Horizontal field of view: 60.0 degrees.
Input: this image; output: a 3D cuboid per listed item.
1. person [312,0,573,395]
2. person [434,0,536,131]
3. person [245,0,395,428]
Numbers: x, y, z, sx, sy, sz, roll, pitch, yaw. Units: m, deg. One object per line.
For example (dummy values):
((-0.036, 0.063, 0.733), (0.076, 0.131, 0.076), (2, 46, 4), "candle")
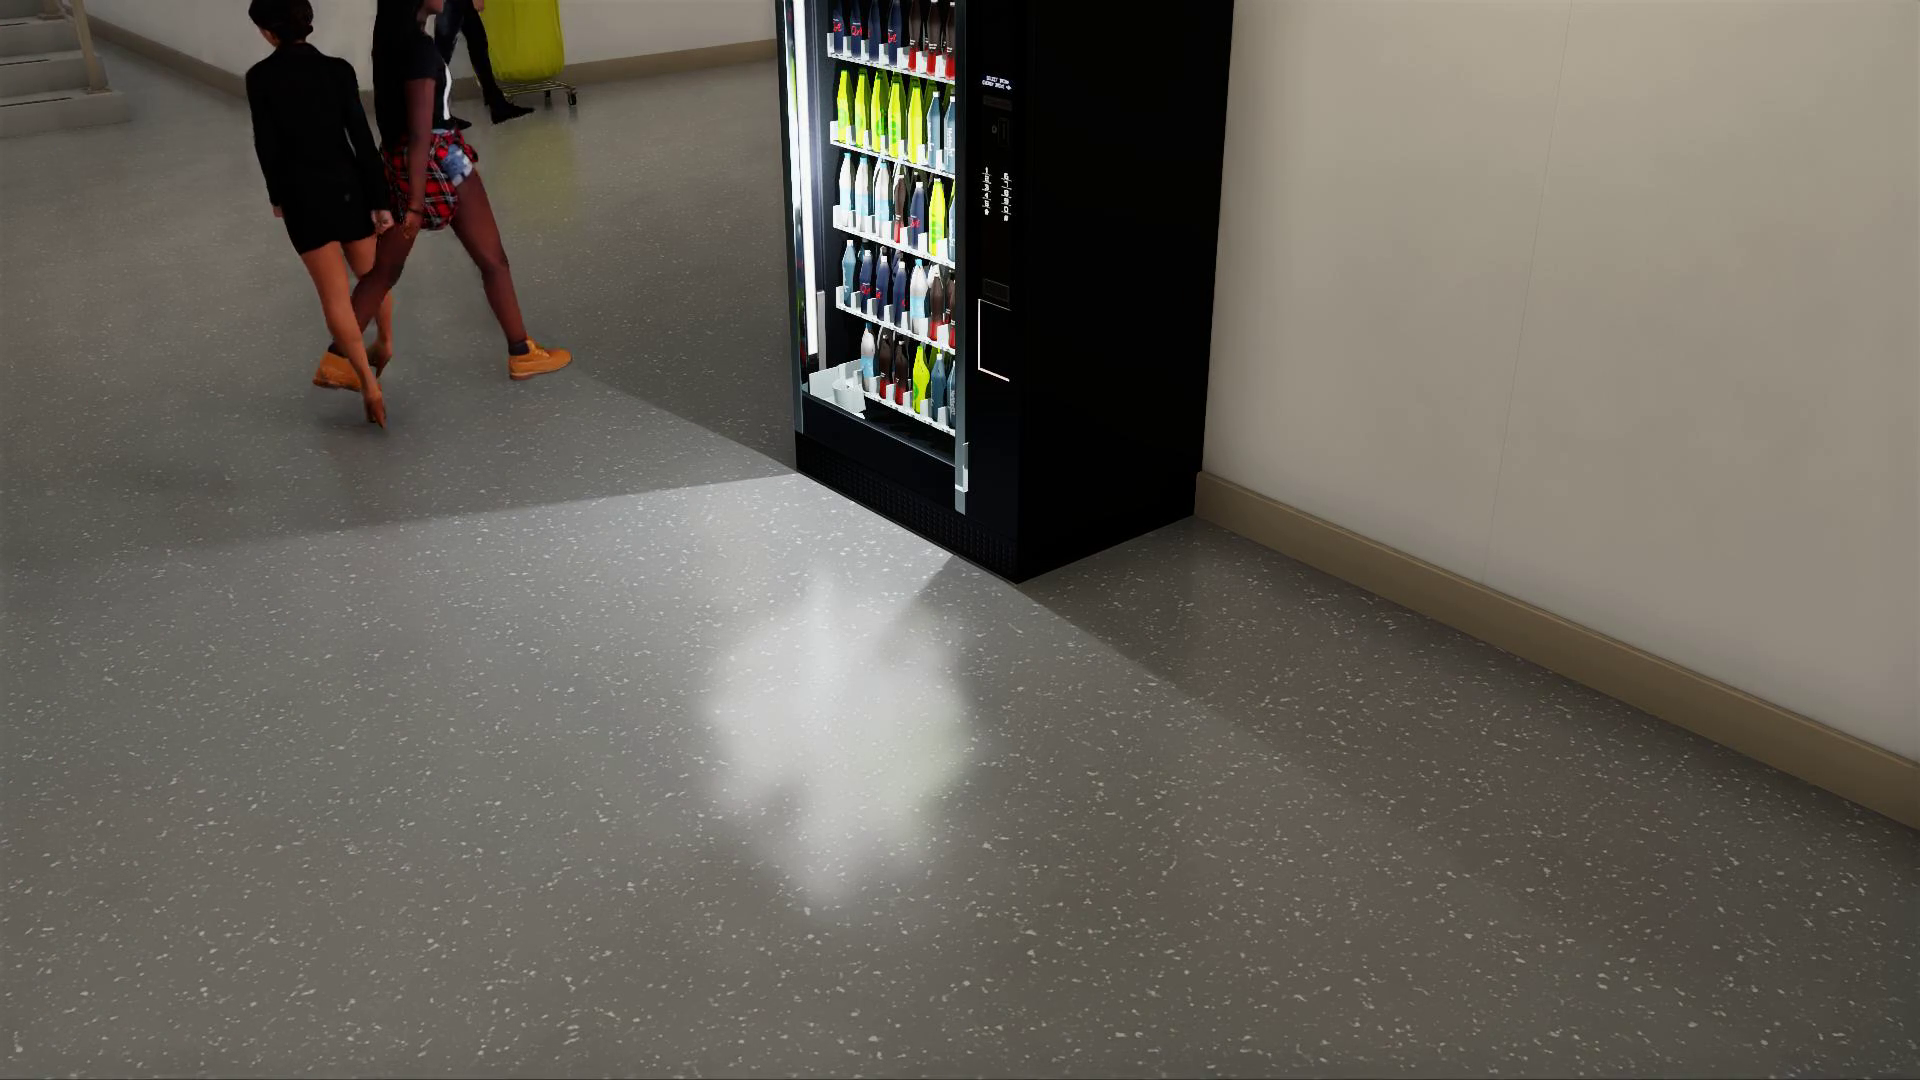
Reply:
((-2.137, -1.312, 6.352), (0.643, 1.676, 1.149), (-19, 32, -35), "person")
((-3.436, -3.613, 10.915), (0.955, 1.856, 1.026), (-11, 28, -22), "person")
((-2.328, -1.180, 6.155), (0.649, 1.608, 0.931), (-13, 29, -26), "person")
